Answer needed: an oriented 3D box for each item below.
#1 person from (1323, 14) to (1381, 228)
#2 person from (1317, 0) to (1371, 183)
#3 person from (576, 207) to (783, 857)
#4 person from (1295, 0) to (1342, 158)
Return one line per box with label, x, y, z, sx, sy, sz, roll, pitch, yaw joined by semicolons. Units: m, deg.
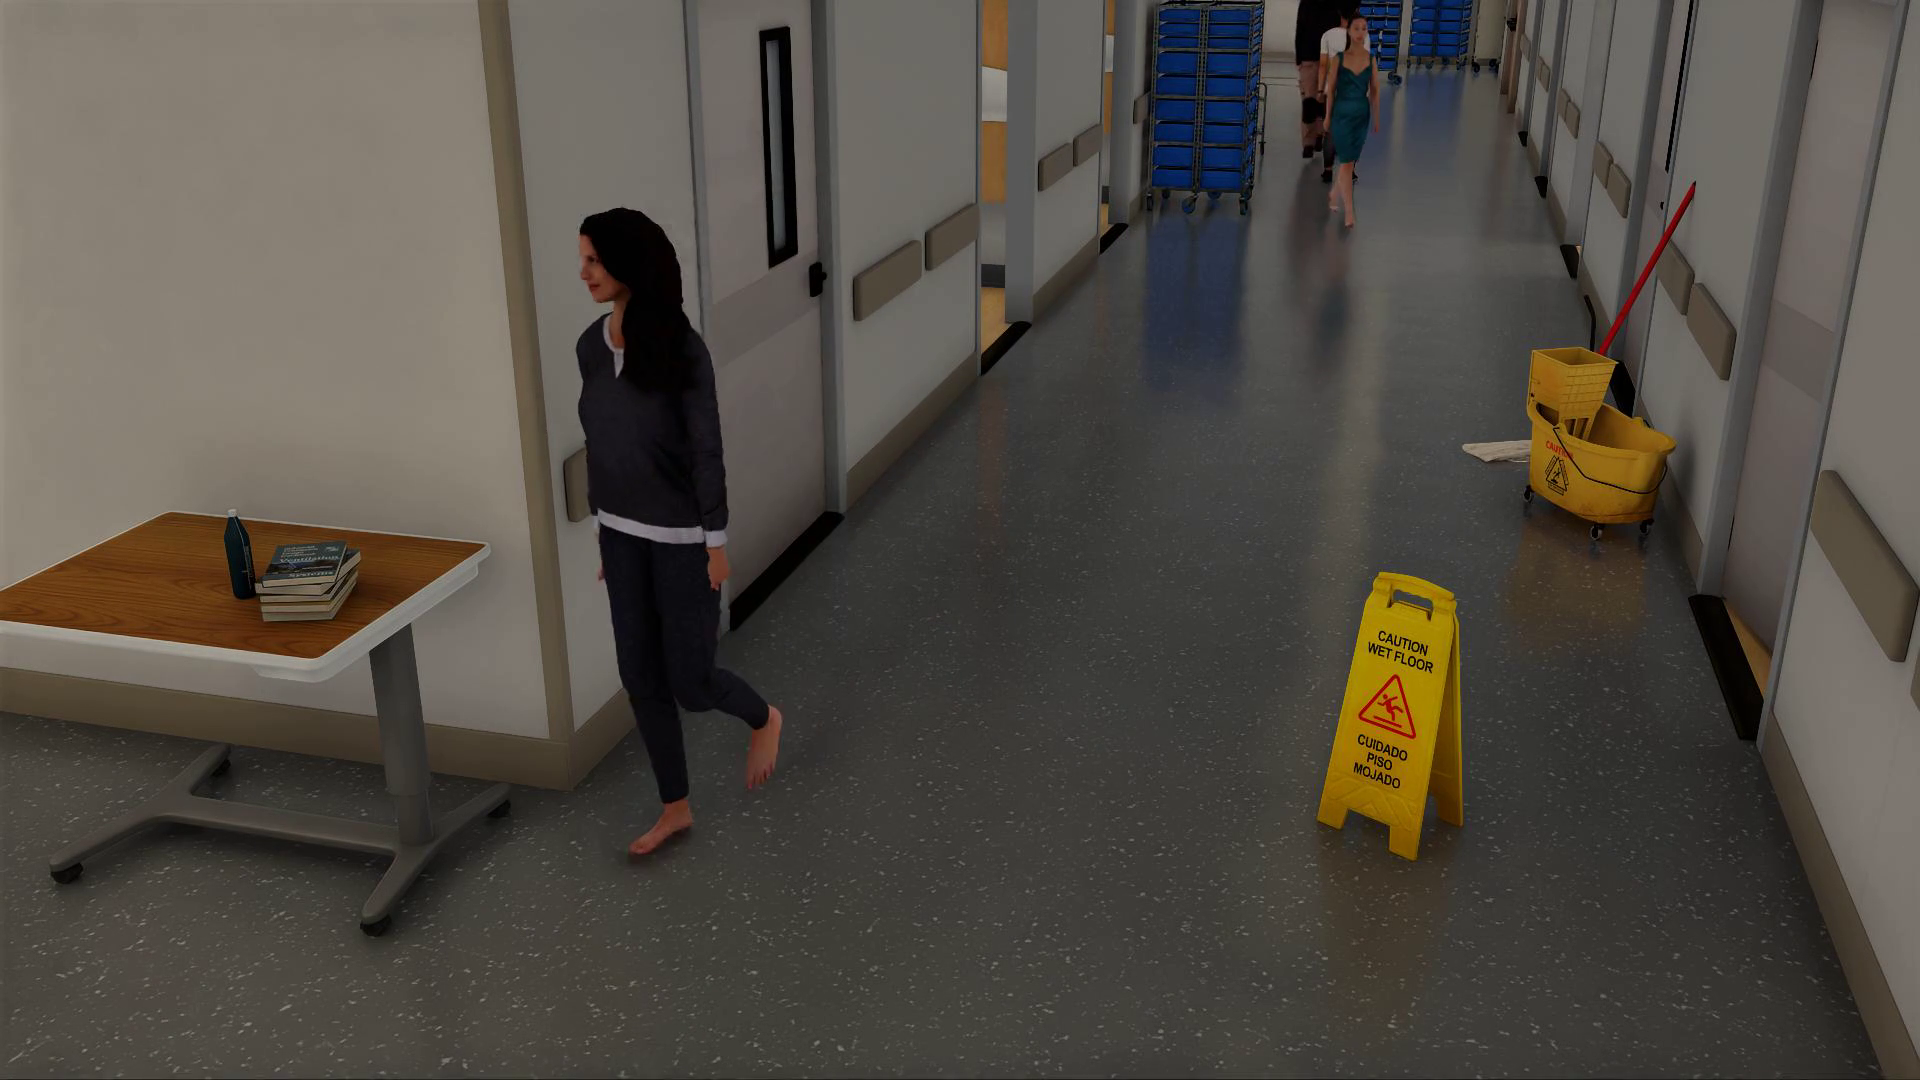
person;3.192;-3.427;13.685;0.816;1.643;1.107;-2;21;-5
person;3.642;-4.288;15.811;0.618;1.716;0.524;6;22;15
person;-0.772;-0.026;4.548;0.730;1.754;0.883;9;23;23
person;3.784;-4.974;17.437;0.749;1.880;1.278;3;21;8
